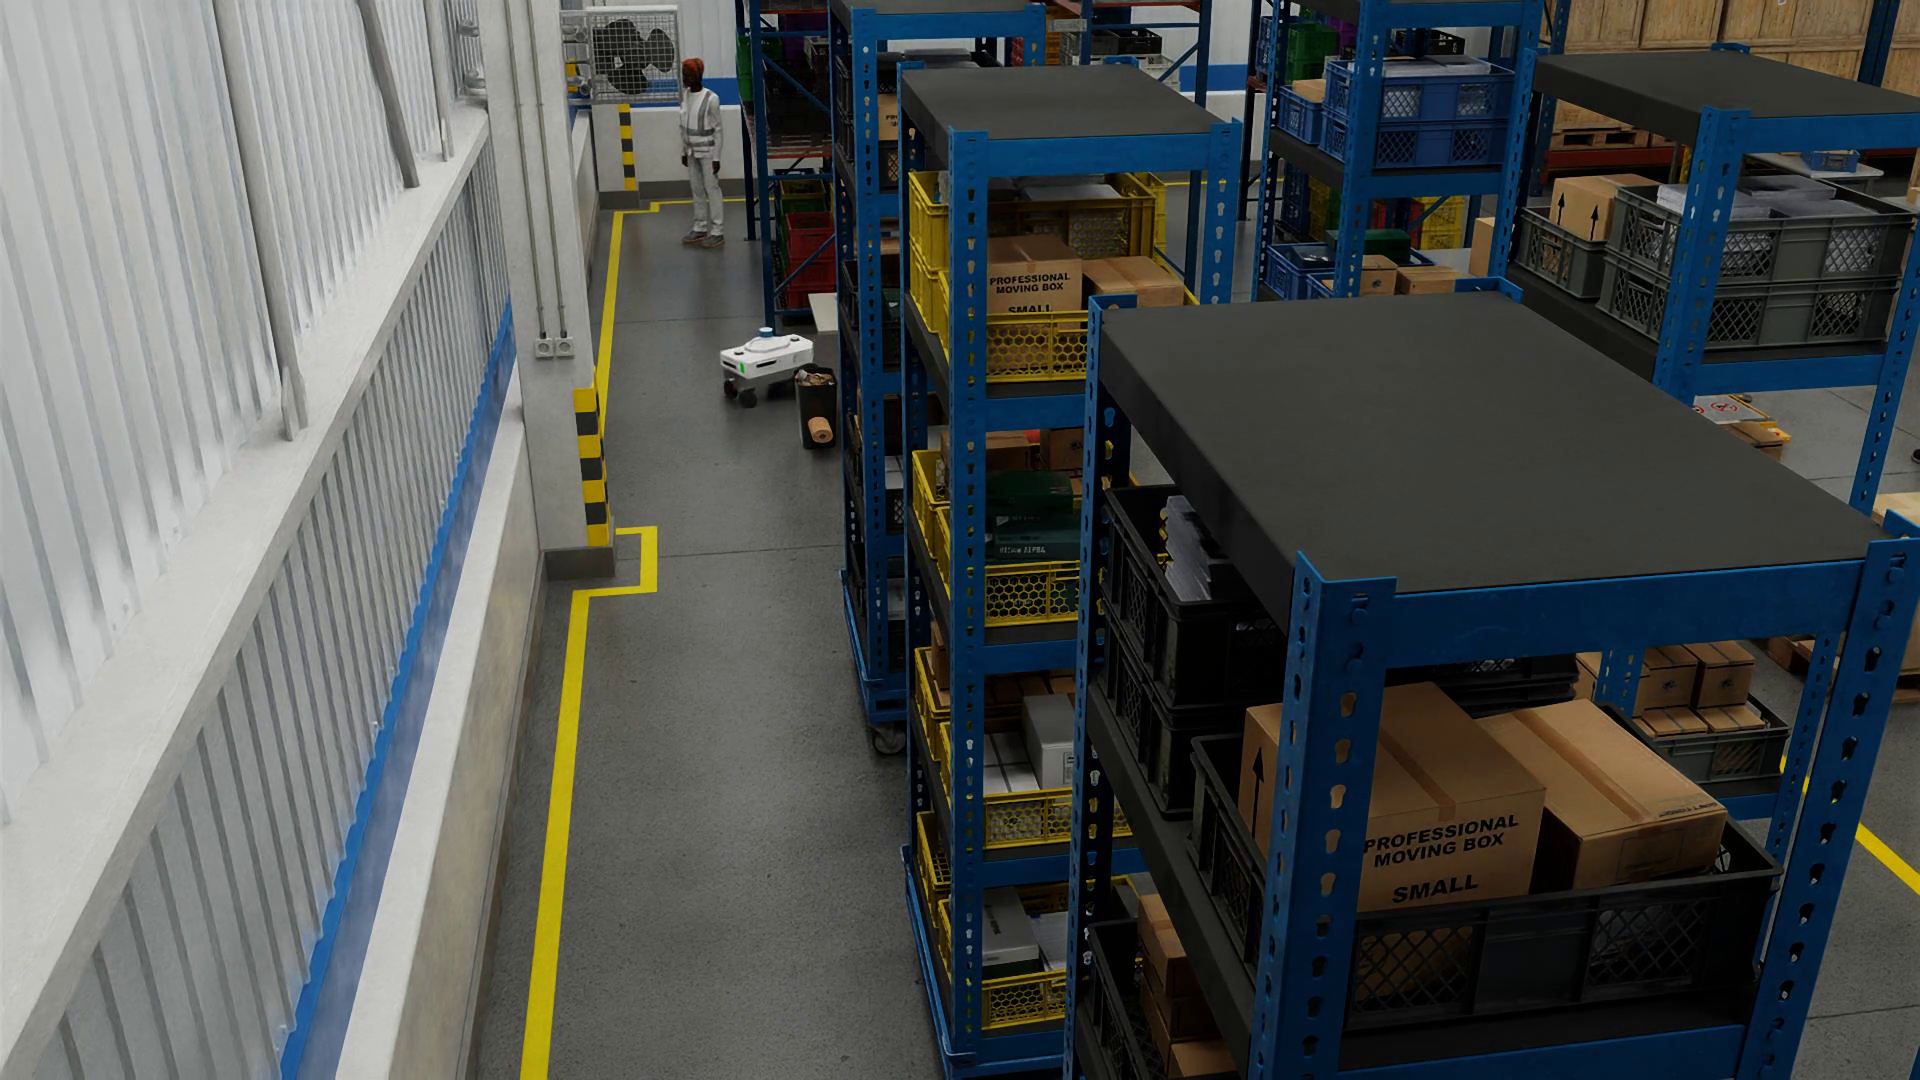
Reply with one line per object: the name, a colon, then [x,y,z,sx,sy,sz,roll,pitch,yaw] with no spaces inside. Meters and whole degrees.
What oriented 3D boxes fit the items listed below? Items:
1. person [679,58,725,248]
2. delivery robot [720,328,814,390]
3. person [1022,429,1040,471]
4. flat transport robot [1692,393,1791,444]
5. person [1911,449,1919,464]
person: [-2.629,-3.923,16.880,0.575,1.881,0.356,21,32,38]
delivery robot: [-1.490,-1.398,12.859,0.707,0.478,0.477,-19,31,-36]
person: [0.301,0.344,7.469,0.615,1.997,0.373,-11,27,-22]
flat transport robot: [5.224,-0.859,12.132,1.431,0.197,0.652,-4,25,-8]
person: [6.930,-1.353,11.350,0.586,1.835,0.404,5,25,11]
